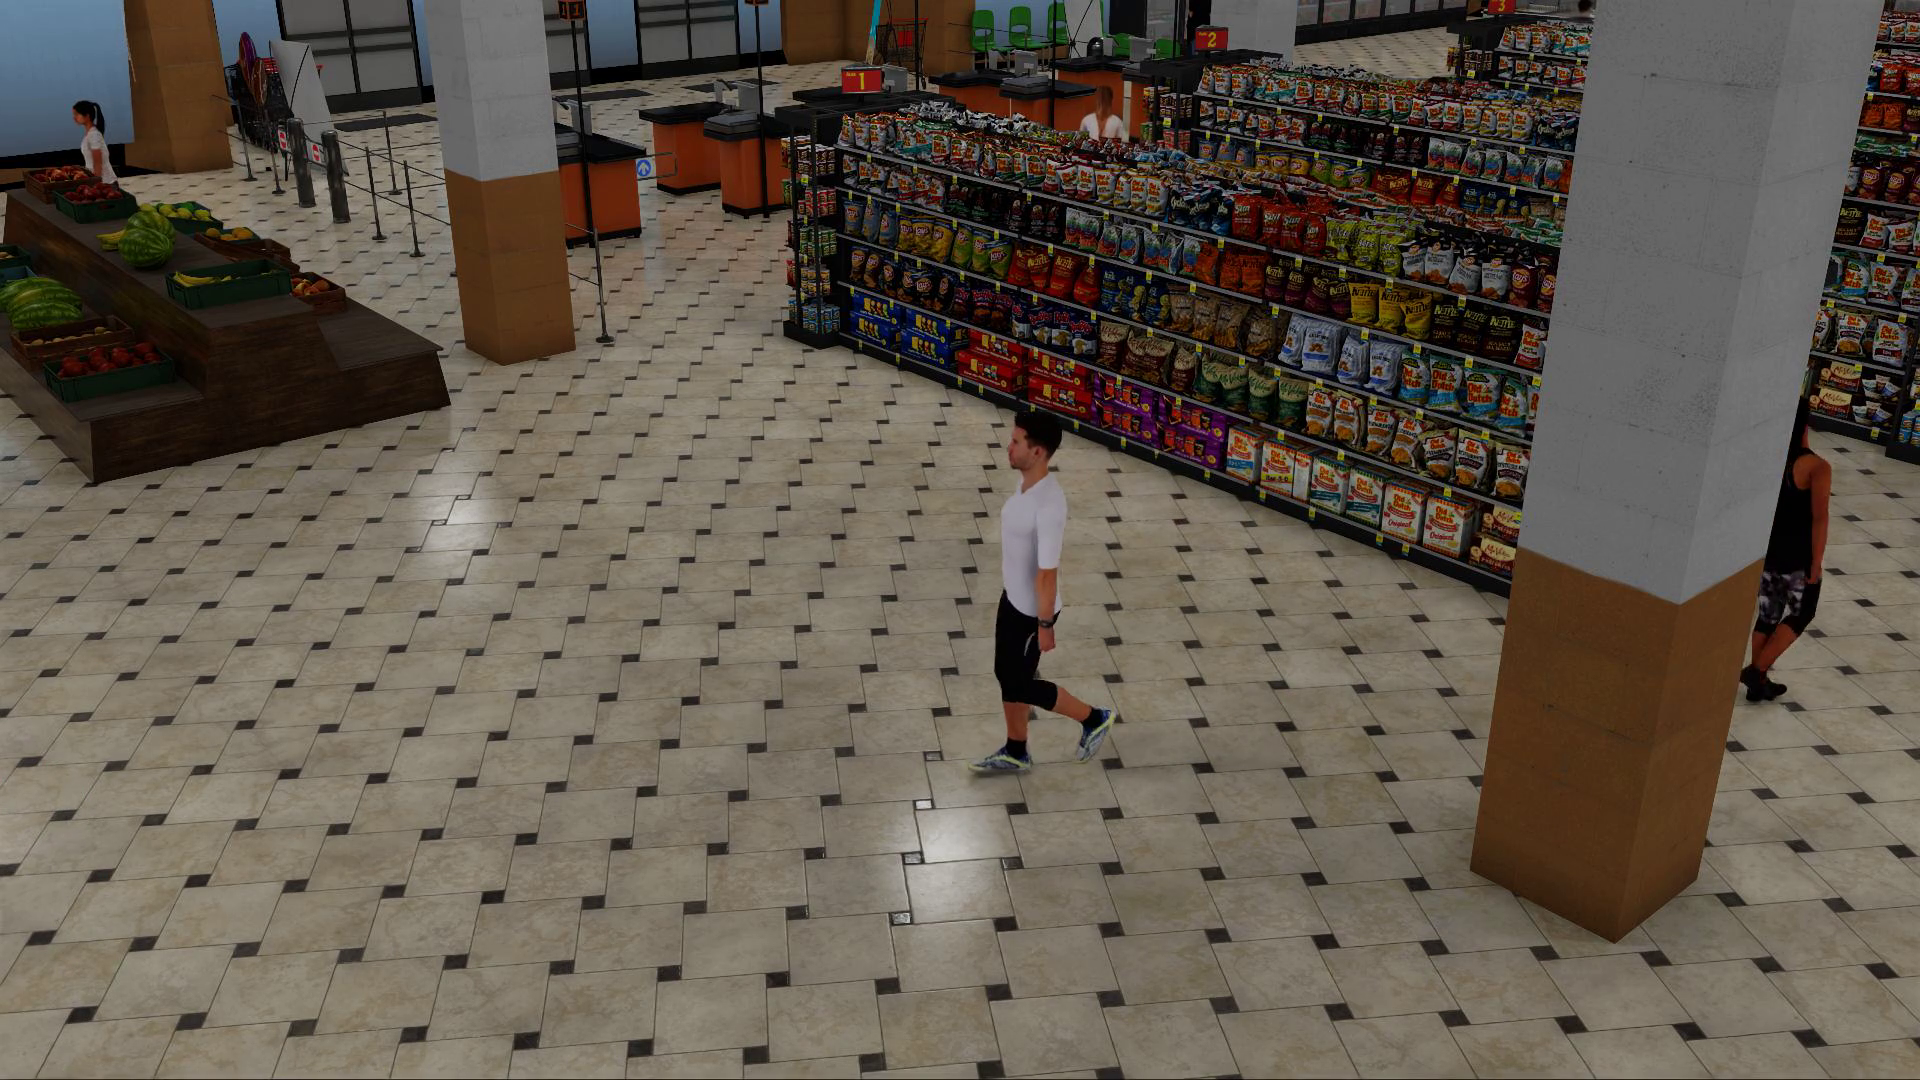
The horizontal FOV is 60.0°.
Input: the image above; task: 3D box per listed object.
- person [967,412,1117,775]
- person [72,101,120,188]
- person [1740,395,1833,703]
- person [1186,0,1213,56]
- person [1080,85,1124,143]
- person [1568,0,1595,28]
[{"bbox_3d":[0.397,0.283,7.734,1.005,1.834,1.010,-3,24,-7],"label":"person"},{"bbox_3d":[-8.655,-3.647,17.014,0.809,1.595,1.105,-12,26,-25],"label":"person"},{"bbox_3d":[4.123,0.069,8.458,0.765,1.646,0.664,-7,25,-16],"label":"person"},{"bbox_3d":[4.230,-9.088,29.327,0.706,1.692,0.691,-7,25,-16],"label":"person"},{"bbox_3d":[1.460,-3.830,17.293,0.805,1.705,0.865,3,24,8],"label":"person"},{"bbox_3d":[8.986,-6.934,24.210,0.588,1.848,0.769,17,29,34],"label":"person"}]
